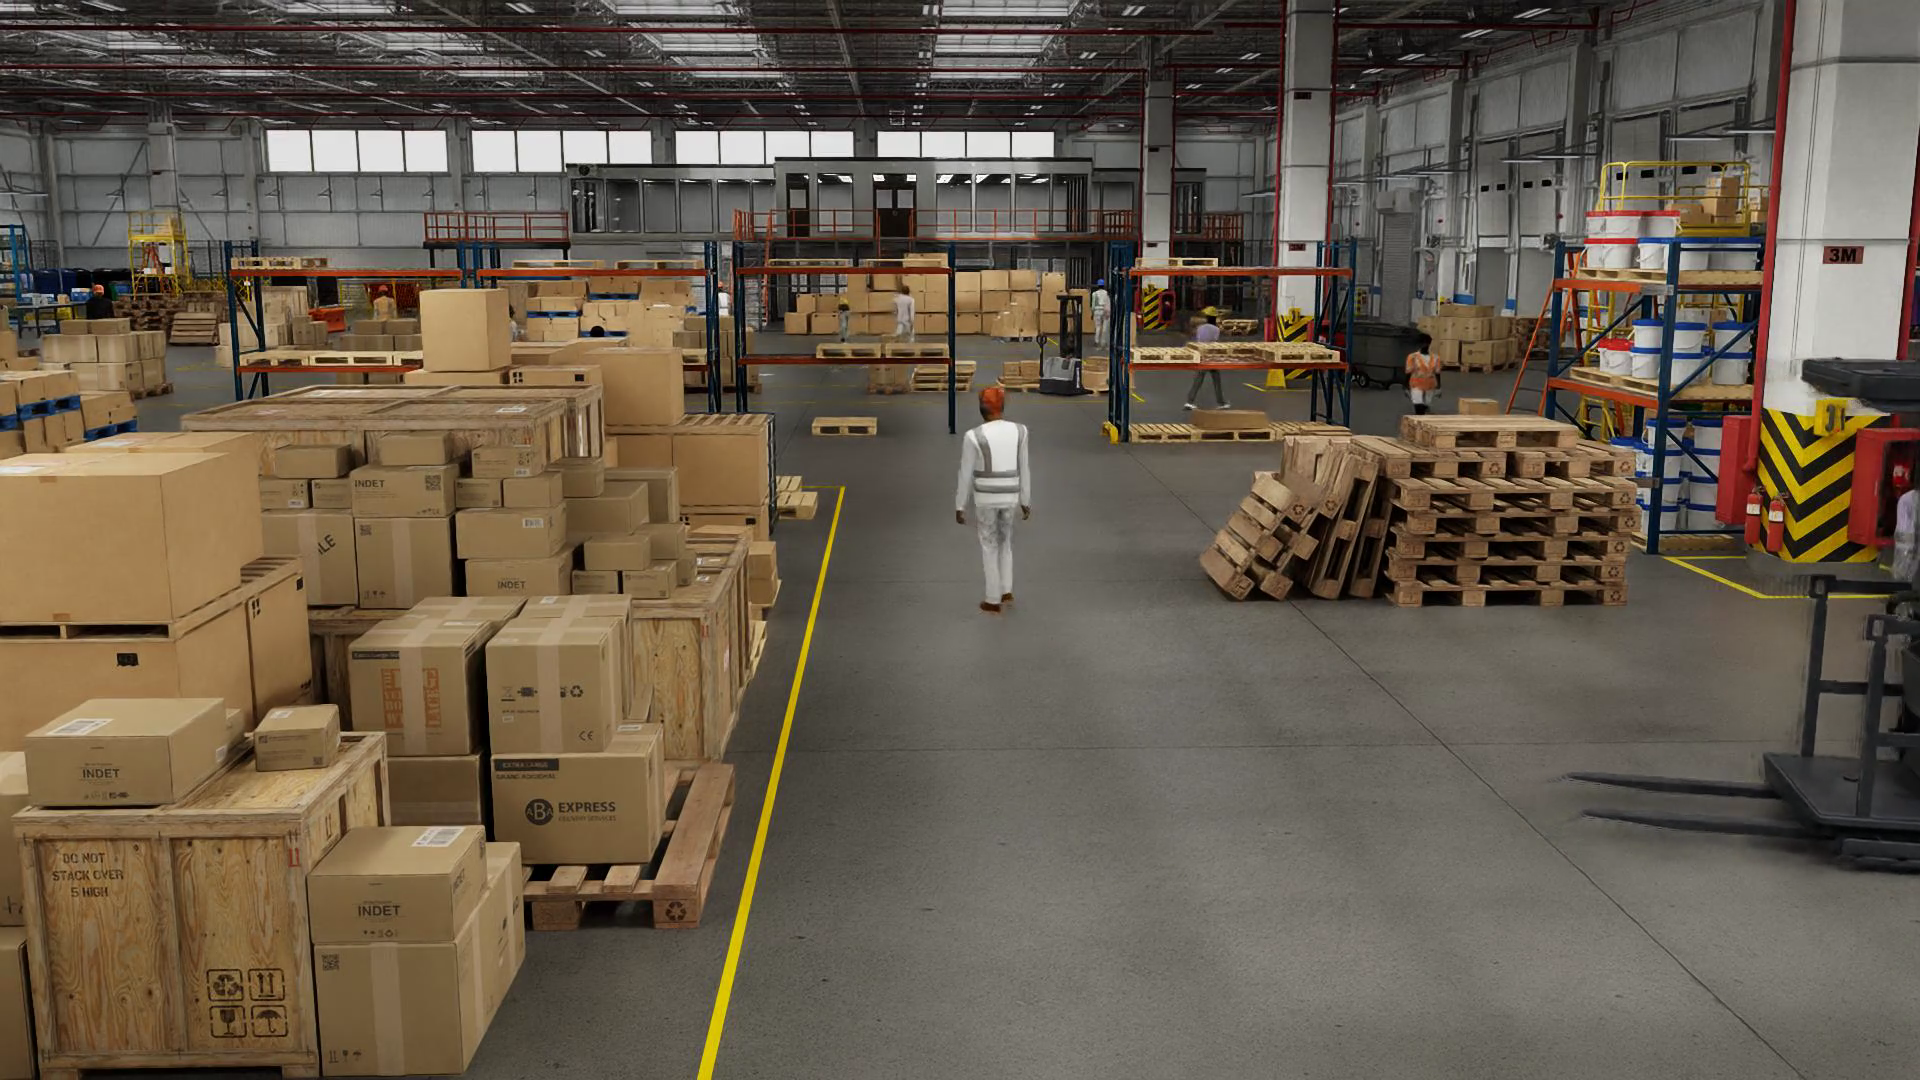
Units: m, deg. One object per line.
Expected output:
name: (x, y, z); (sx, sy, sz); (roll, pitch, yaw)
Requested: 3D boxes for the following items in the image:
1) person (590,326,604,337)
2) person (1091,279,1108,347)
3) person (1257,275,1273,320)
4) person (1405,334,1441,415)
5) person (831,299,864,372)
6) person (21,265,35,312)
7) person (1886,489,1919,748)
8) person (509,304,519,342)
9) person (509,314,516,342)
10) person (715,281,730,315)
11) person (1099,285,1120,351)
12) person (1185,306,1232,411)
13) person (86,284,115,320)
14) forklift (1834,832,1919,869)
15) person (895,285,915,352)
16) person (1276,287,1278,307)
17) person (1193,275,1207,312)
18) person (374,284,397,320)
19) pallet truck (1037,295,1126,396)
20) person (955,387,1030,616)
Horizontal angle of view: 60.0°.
person: (-4.903, -1.939, 22.507); (0.594, 1.909, 0.407); (0, 10, 1)
person: (4.083, -6.562, 48.136); (0.601, 1.948, 0.386); (-3, 11, -15)
person: (11.917, -9.577, 65.088); (0.612, 1.884, 0.925); (0, 10, 1)
person: (7.045, -2.323, 25.352); (0.540, 1.654, 0.859); (-1, 10, -7)
person: (-2.623, -4.763, 38.757); (0.741, 1.721, 0.491); (1, 10, 3)
person: (-40.291, -10.888, 71.986); (0.617, 2.042, 0.404); (3, 11, 16)
person: (5.826, 0.308, 9.918); (0.542, 1.928, 0.374); (3, 11, 15)
person: (-8.633, -3.584, 31.835); (0.516, 1.842, 0.328); (6, 12, 28)
person: (-7.879, -3.052, 28.821); (0.331, 1.865, 0.519); (9, 14, 41)
person: (-6.721, -6.298, 46.733); (0.561, 1.922, 0.430); (-9, 14, -41)
person: (4.176, -6.159, 46.202); (0.429, 1.840, 0.647); (-7, 13, -36)
person: (4.466, -3.264, 29.976); (0.988, 1.882, 0.595); (-7, 13, -36)
person: (-21.335, -5.351, 41.322); (0.628, 1.981, 0.435); (-6, 12, -29)
forklift: (5.302, 0.150, 8.144); (1.873, 2.768, 1.129); (2, 10, 12)
person: (-1.454, -5.754, 43.820); (0.663, 1.890, 1.027); (6, 12, 31)
person: (11.697, -8.597, 59.915); (0.644, 1.792, 0.949); (-8, 13, -37)
person: (10.302, -10.753, 71.384); (0.617, 1.985, 0.411); (0, 10, 2)
person: (-15.210, -5.797, 43.996); (0.555, 1.912, 0.823); (0, 10, -2)
pallet truck: (2.483, -3.881, 33.060); (1.885, 1.965, 0.823); (-7, 13, -36)
person: (0.245, -0.317, 13.533); (0.616, 1.875, 0.498); (-5, 11, -27)
